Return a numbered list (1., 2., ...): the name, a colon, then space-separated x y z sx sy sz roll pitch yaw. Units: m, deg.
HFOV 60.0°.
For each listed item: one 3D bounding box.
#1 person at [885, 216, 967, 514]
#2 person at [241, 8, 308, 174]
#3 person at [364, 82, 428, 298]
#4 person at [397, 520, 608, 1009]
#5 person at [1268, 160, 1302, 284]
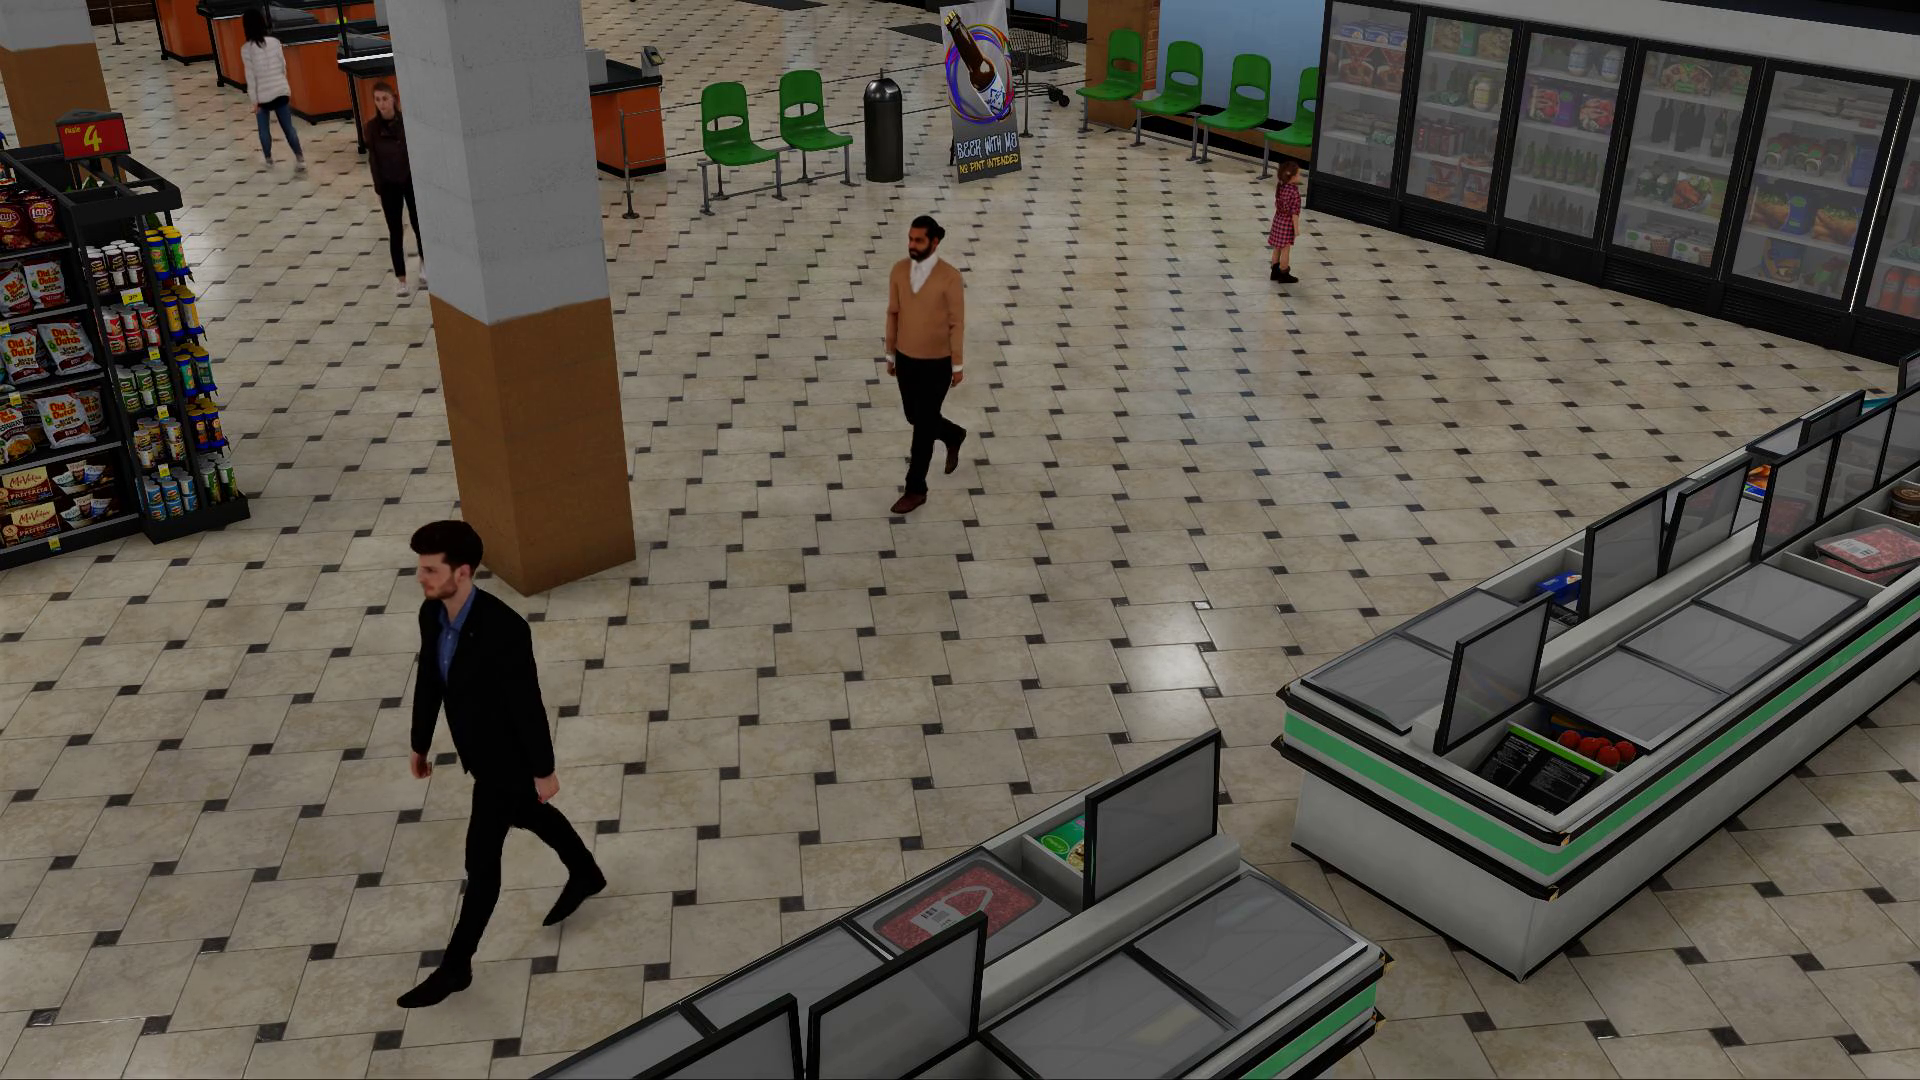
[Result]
1. person: -0.159 -1.069 9.853 0.868 1.726 1.183 17 31 30
2. person: -6.870 -4.460 16.674 1.018 1.605 0.730 -24 35 -39
3. person: -4.469 -2.833 13.415 1.119 1.651 1.007 -5 27 -10
4. person: -1.646 0.749 6.142 0.817 1.840 1.234 23 35 38
5. person: 2.682 -2.629 13.706 0.483 1.022 0.460 -14 30 -25
